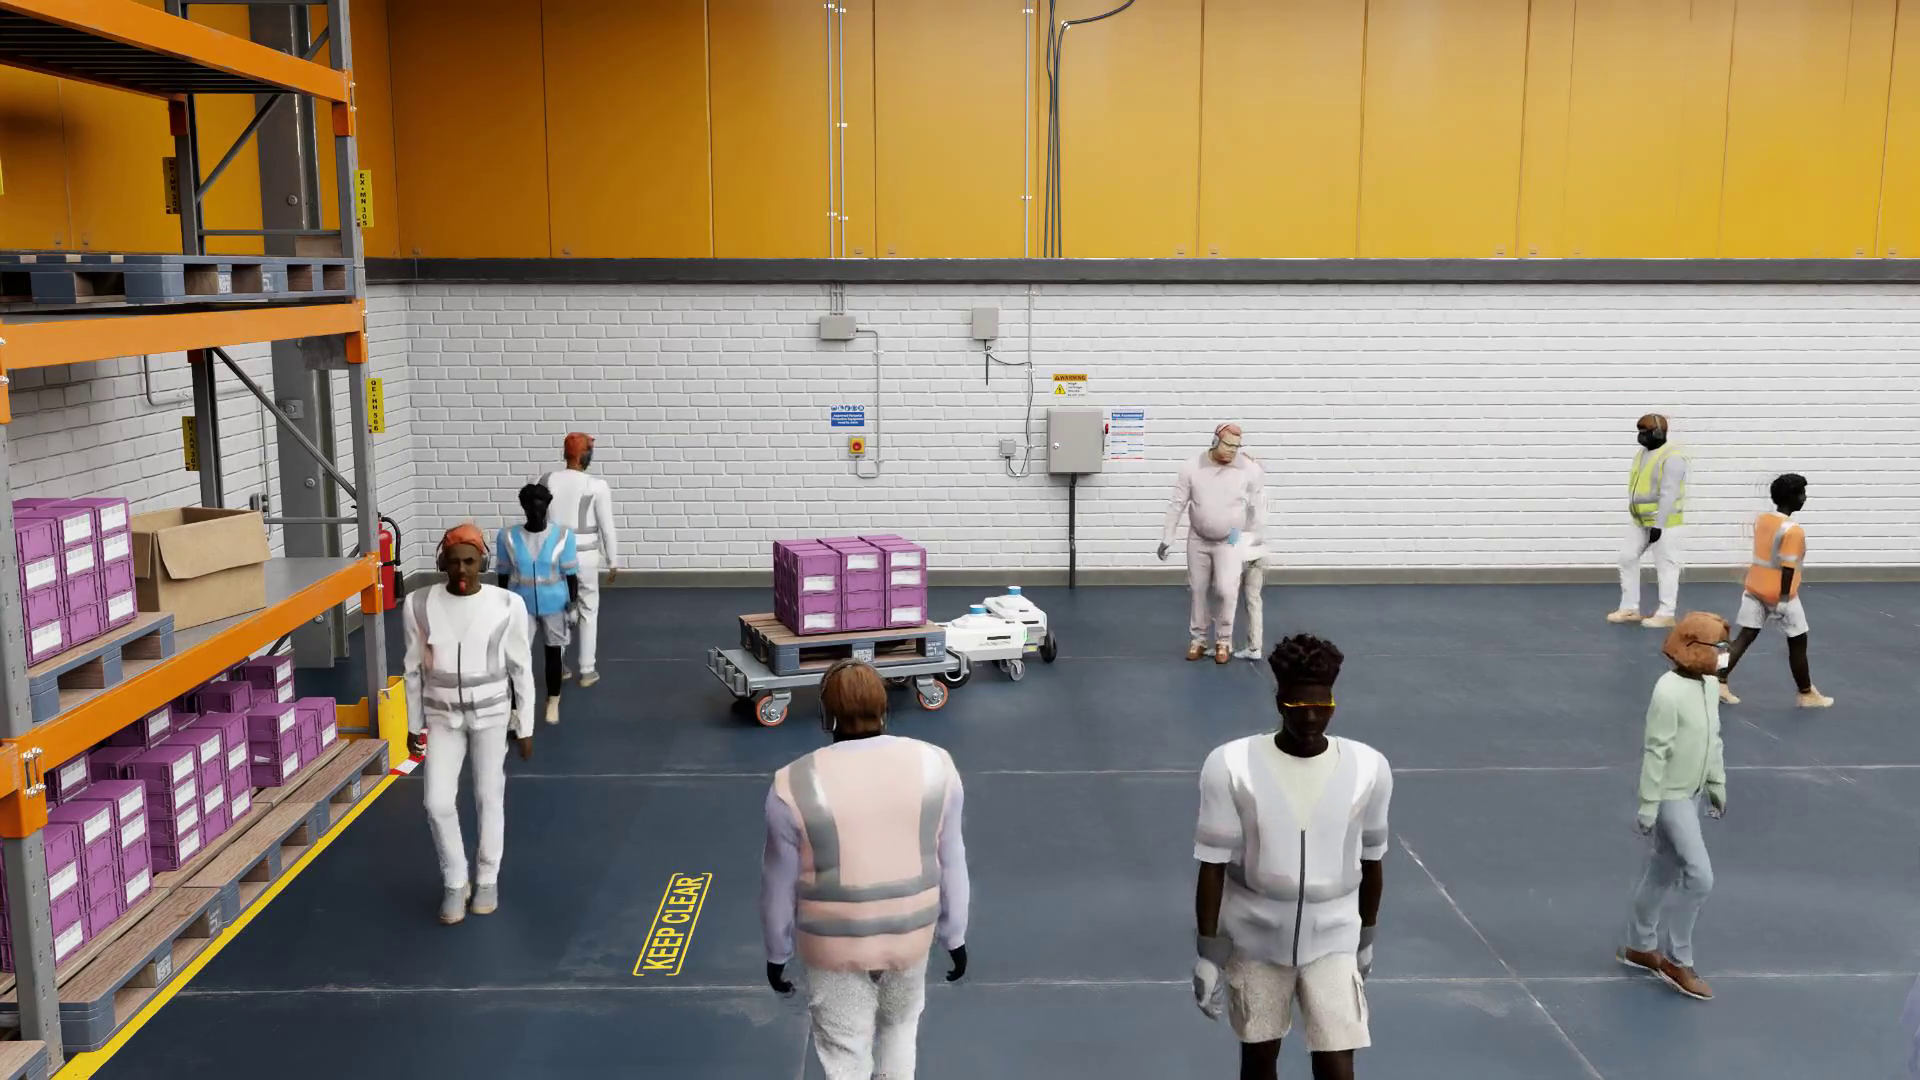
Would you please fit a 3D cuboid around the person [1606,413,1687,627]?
[{"bbox_3d":[5.801,-0.155,14.051,0.644,1.819,0.644,-2,9,-10],"label":"person"}]

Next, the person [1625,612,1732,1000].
[{"bbox_3d":[3.081,1.099,6.975,0.575,1.611,0.524,9,13,44],"label":"person"}]

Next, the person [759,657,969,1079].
[{"bbox_3d":[-0.329,1.263,5.344,0.660,1.820,0.637,-3,10,-19],"label":"person"}]

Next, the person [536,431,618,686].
[{"bbox_3d":[-2.779,0.143,12.069,0.595,1.870,0.417,3,10,15],"label":"person"}]

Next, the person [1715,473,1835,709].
[{"bbox_3d":[5.599,0.353,11.449,0.857,1.652,0.535,-1,9,-7],"label":"person"}]

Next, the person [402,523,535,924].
[{"bbox_3d":[-2.271,0.855,7.700,0.602,1.864,0.589,-1,9,-7],"label":"person"}]

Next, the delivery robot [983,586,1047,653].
[{"bbox_3d":[0.423,0.604,12.979,0.477,0.478,0.707,-2,9,-14],"label":"delivery robot"}]

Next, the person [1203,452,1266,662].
[{"bbox_3d":[2.148,0.125,12.935,0.579,1.616,0.533,8,13,42],"label":"person"}]

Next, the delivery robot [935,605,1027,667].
[{"bbox_3d":[0.124,0.722,12.257,0.707,0.478,0.477,-2,9,-15],"label":"delivery robot"}]

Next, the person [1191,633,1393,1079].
[{"bbox_3d":[1.013,1.255,5.057,0.613,1.932,0.751,1,9,5],"label":"person"}]

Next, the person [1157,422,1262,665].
[{"bbox_3d":[1.924,0.023,12.766,0.730,1.877,0.519,3,10,20],"label":"person"}]

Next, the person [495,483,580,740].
[{"bbox_3d":[-2.738,0.459,10.787,0.547,1.645,0.861,-2,9,-10],"label":"person"}]
